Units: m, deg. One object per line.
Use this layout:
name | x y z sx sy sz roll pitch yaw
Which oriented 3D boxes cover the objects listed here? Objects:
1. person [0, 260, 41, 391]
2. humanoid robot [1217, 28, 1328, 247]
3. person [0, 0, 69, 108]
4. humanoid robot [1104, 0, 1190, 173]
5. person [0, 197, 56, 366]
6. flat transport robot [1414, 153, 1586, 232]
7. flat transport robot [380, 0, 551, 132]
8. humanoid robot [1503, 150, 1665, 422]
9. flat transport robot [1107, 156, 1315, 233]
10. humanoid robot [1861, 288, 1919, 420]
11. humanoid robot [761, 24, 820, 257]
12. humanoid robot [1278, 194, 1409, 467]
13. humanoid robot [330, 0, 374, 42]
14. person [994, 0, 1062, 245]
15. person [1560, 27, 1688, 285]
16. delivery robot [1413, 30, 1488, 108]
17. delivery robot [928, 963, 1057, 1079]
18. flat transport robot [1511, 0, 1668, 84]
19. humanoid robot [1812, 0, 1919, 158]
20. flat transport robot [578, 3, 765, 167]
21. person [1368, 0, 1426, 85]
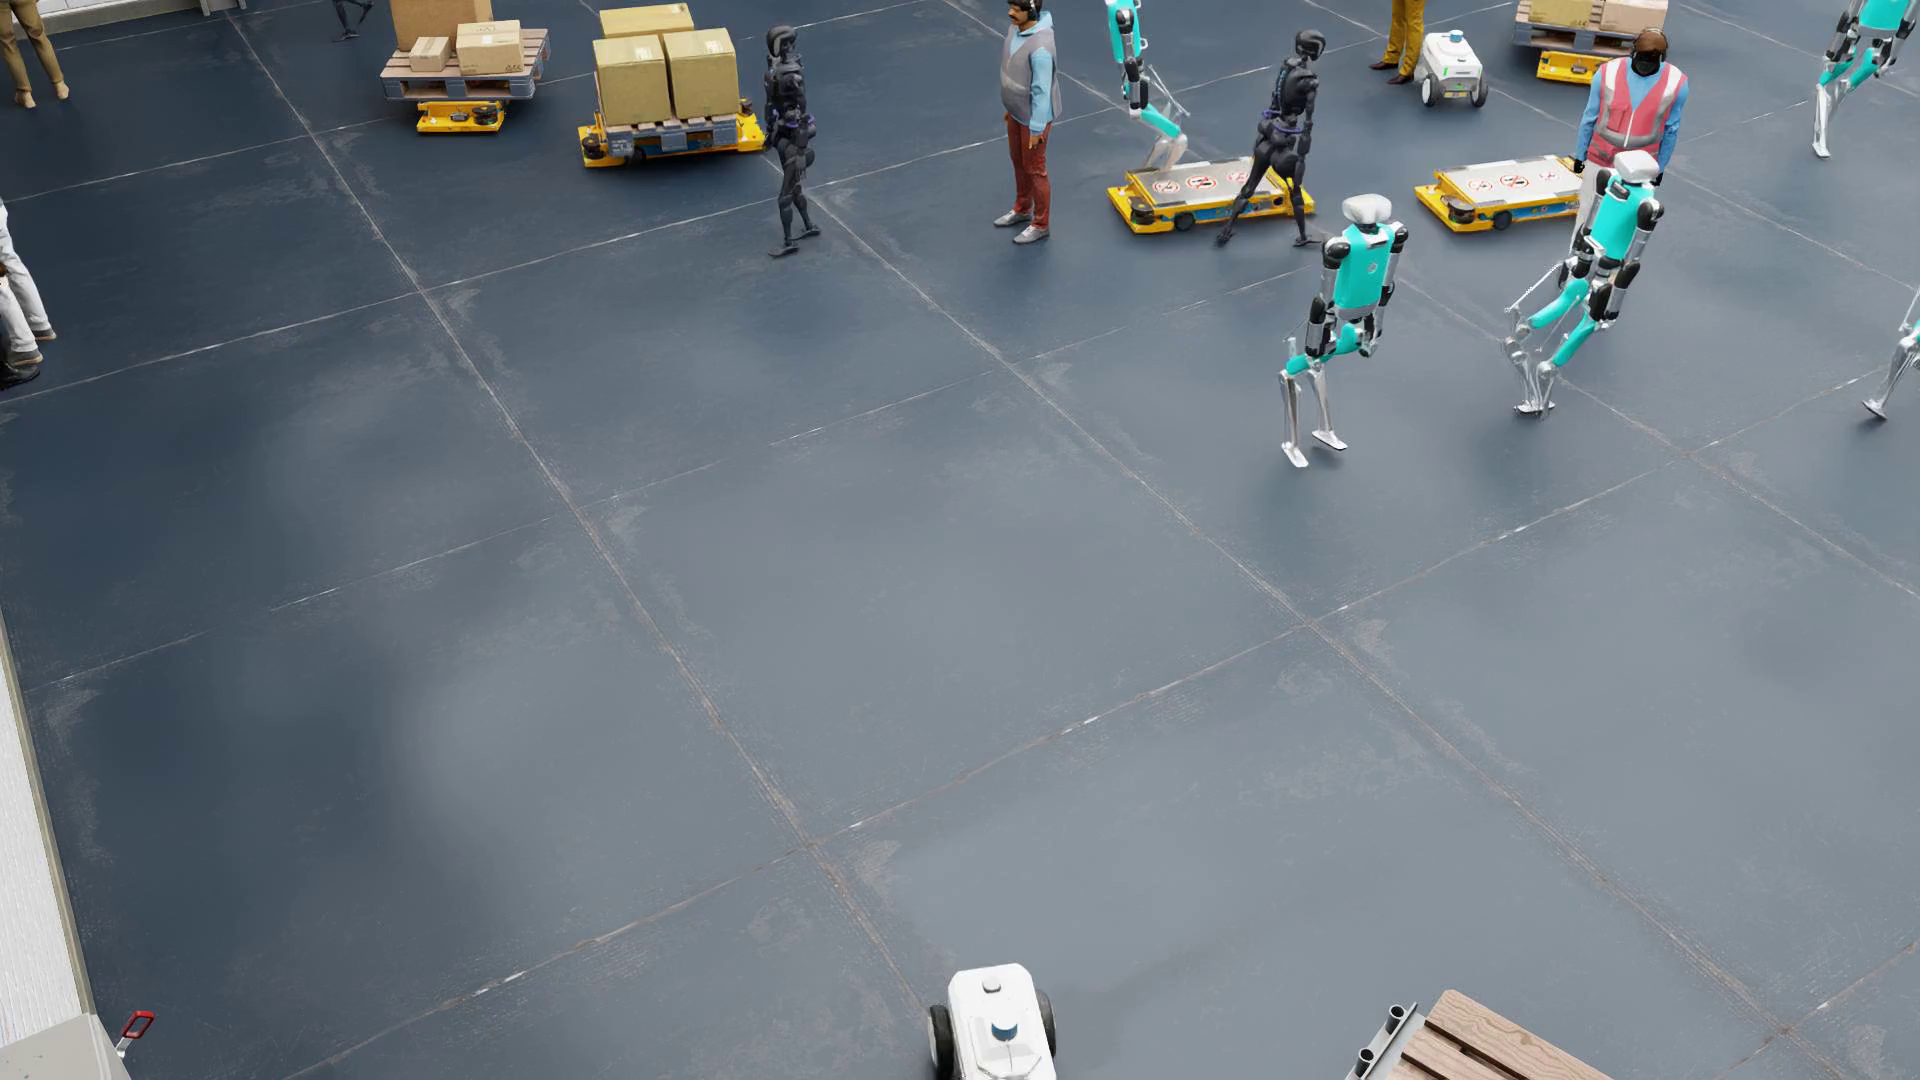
person | -6.151 -1.837 10.288 0.579 1.910 0.469 25 45 28
humanoid robot | 2.284 -2.826 11.761 0.788 1.610 0.587 -11 40 -14
person | -7.854 -4.453 13.703 0.531 1.766 0.364 -27 46 -30
humanoid robot | 1.447 -3.339 12.336 0.834 1.775 0.541 -2 38 -2
person | -6.205 -1.988 10.510 0.341 1.877 0.584 -4 39 -5
flat transport robot | 4.254 -2.635 12.617 1.431 0.231 0.659 -9 39 -12
flat transport robot | -4.135 -3.843 14.141 0.659 0.231 1.431 -1 38 -1
humanoid robot | 3.624 -1.406 9.972 0.732 1.885 0.541 -10 40 -13
flat transport robot | 1.895 -2.620 12.598 1.431 0.231 0.659 -9 39 -11
humanoid robot | 5.910 -1.506 10.045 1.022 1.773 0.539 -16 41 -19
humanoid robot | -1.225 -2.830 11.730 0.487 1.642 0.599 -21 43 -24
humanoid robot | 2.124 -1.268 9.680 0.531 1.768 0.687 -17 42 -20
humanoid robot | -5.584 -5.314 14.868 0.465 1.650 0.606 -21 43 -25
person | 0.497 -3.028 11.828 0.416 1.871 0.528 -14 41 -17
person | 4.495 -2.590 11.305 0.626 1.834 0.430 14 41 17
delivery robot | 4.174 -4.027 14.129 0.499 0.576 0.749 -1 38 -1
delivery robot | 0.169 2.040 6.478 0.499 0.583 0.767 -6 39 -8
flat transport robot | 5.567 -4.432 14.884 0.659 0.231 1.431 13 40 15
humanoid robot | 7.002 -3.859 13.029 0.557 1.833 0.904 5 39 6
flat transport robot | -2.345 -3.300 13.456 1.431 0.231 0.659 -9 39 -11
person | 3.812 -4.753 14.092 0.345 1.754 0.523 -9 39 -11
